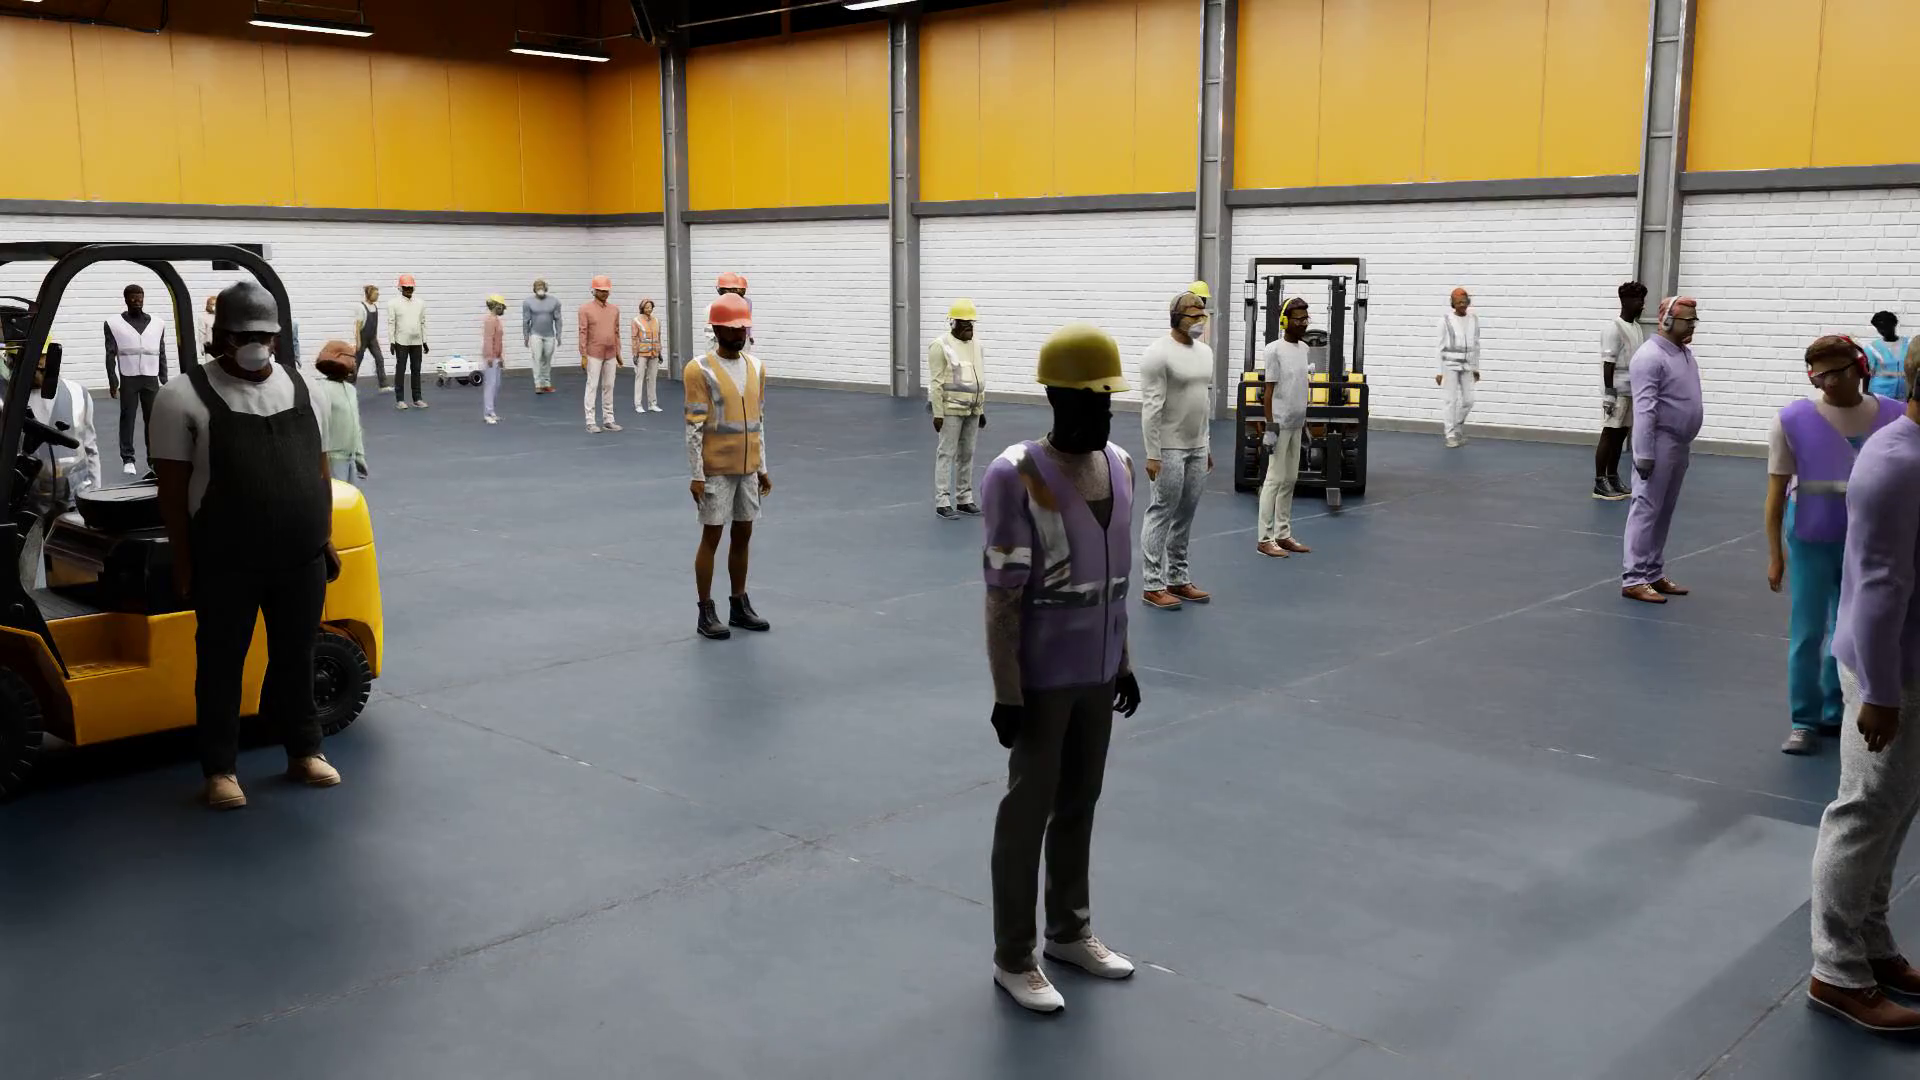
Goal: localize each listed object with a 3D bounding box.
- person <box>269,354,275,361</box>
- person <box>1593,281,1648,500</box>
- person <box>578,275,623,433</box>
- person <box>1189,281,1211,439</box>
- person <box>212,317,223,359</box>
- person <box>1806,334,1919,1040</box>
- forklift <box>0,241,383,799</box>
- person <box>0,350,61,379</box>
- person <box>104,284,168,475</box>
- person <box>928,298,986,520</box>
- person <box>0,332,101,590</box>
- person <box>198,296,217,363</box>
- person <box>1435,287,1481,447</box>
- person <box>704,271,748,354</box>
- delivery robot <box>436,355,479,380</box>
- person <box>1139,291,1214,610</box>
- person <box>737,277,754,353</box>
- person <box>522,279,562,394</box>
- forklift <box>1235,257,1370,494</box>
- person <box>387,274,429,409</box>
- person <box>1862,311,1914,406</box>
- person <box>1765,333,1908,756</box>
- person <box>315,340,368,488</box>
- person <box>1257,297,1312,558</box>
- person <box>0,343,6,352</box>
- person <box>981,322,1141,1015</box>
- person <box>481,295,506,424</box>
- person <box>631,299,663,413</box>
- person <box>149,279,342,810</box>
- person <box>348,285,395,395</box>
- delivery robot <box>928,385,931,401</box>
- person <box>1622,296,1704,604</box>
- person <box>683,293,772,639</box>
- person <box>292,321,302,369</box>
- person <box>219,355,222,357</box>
[{"bbox_3d":[-5.442,-0.934,12.849,0.403,1.853,0.657,-1,9,-7],"label":"person"},{"bbox_3d":[5.968,-1.346,14.995,0.366,1.962,0.614,9,13,43],"label":"person"},{"bbox_3d":[-4.541,-2.356,21.103,0.400,1.989,0.623,9,13,43],"label":"person"},{"bbox_3d":[2.846,-2.155,20.083,0.385,1.922,0.594,9,13,43],"label":"person"},{"bbox_3d":[-8.260,-1.955,19.038,0.309,1.864,0.535,9,13,43],"label":"person"},{"bbox_3d":[2.596,0.368,4.570,0.354,1.936,0.635,9,13,43],"label":"person"},{"bbox_3d":[-3.706,-0.171,7.093,1.214,2.155,2.313,9,13,43],"label":"forklift"},{"bbox_3d":[-8.136,-1.119,14.601,0.310,1.638,0.523,9,13,43],"label":"person"},{"bbox_3d":[-8.347,-1.630,16.890,0.370,1.915,0.597,9,13,43],"label":"person"},{"bbox_3d":[0.005,-1.088,13.827,0.403,1.827,0.601,9,13,43],"label":"person"},{"bbox_3d":[-4.591,-0.191,8.321,0.403,1.830,0.601,9,13,43],"label":"person"},{"bbox_3d":[-11.898,-3.072,26.595,0.267,1.631,0.507,9,13,43],"label":"person"},{"bbox_3d":[5.761,-2.005,19.370,0.621,1.860,0.541,-3,10,-16],"label":"person"},{"bbox_3d":[-2.674,-2.091,19.327,0.391,2.041,0.615,9,13,43],"label":"person"},{"bbox_3d":[-8.863,-3.027,29.326,0.477,0.478,0.707,9,13,43],"label":"delivery robot"},{"bbox_3d":[1.340,-0.550,10.202,0.354,1.936,0.635,9,13,43],"label":"person"},{"bbox_3d":[-3.714,-3.489,28.221,0.374,1.935,0.552,9,13,43],"label":"person"},{"bbox_3d":[-6.946,-3.371,27.679,0.641,1.905,0.683,-5,10,-27],"label":"person"},{"bbox_3d":[3.309,-1.629,16.029,1.214,2.155,2.313,2,9,11],"label":"forklift"},{"bbox_3d":[-8.182,-2.944,24.704,0.396,1.992,0.623,9,13,43],"label":"person"},{"bbox_3d":[9.186,-1.439,16.510,0.604,1.664,0.371,1,9,4],"label":"person"},{"bbox_3d":[3.752,0.025,7.107,0.686,1.811,0.417,0,9,-1],"label":"person"},{"bbox_3d":[-4.147,-0.515,11.019,0.345,1.604,0.596,1,9,3],"label":"person"},{"bbox_3d":[2.371,-0.814,12.028,0.309,1.868,0.535,9,13,43],"label":"person"},{"bbox_3d":[-10.446,-1.819,17.991,0.377,1.932,0.552,9,13,43],"label":"person"},{"bbox_3d":[0.314,0.351,4.708,0.382,1.924,0.594,9,13,43],"label":"person"},{"bbox_3d":[-6.269,-2.426,22.383,0.333,1.721,0.634,-1,9,-9],"label":"person"},{"bbox_3d":[-4.516,-2.654,24.011,0.310,1.638,0.523,9,13,43],"label":"person"},{"bbox_3d":[-2.714,0.007,6.471,0.536,2.000,0.688,9,13,43],"label":"person"},{"bbox_3d":[-9.743,-3.295,27.445,0.870,1.787,0.627,2,9,13],"label":"person"},{"bbox_3d":[-0.144,-2.138,23.876,0.477,0.478,0.707,6,11,34],"label":"delivery robot"},{"bbox_3d":[4.423,-0.568,10.414,0.402,1.904,0.652,9,13,43],"label":"person"},{"bbox_3d":[-1.283,-0.401,9.385,0.374,1.903,0.552,9,13,43],"label":"person"},{"bbox_3d":[-9.325,-2.470,22.905,0.270,1.631,0.507,9,13,43],"label":"person"},{"bbox_3d":[-10.752,-2.755,24.638,0.310,1.636,0.523,9,13,43],"label":"person"}]
